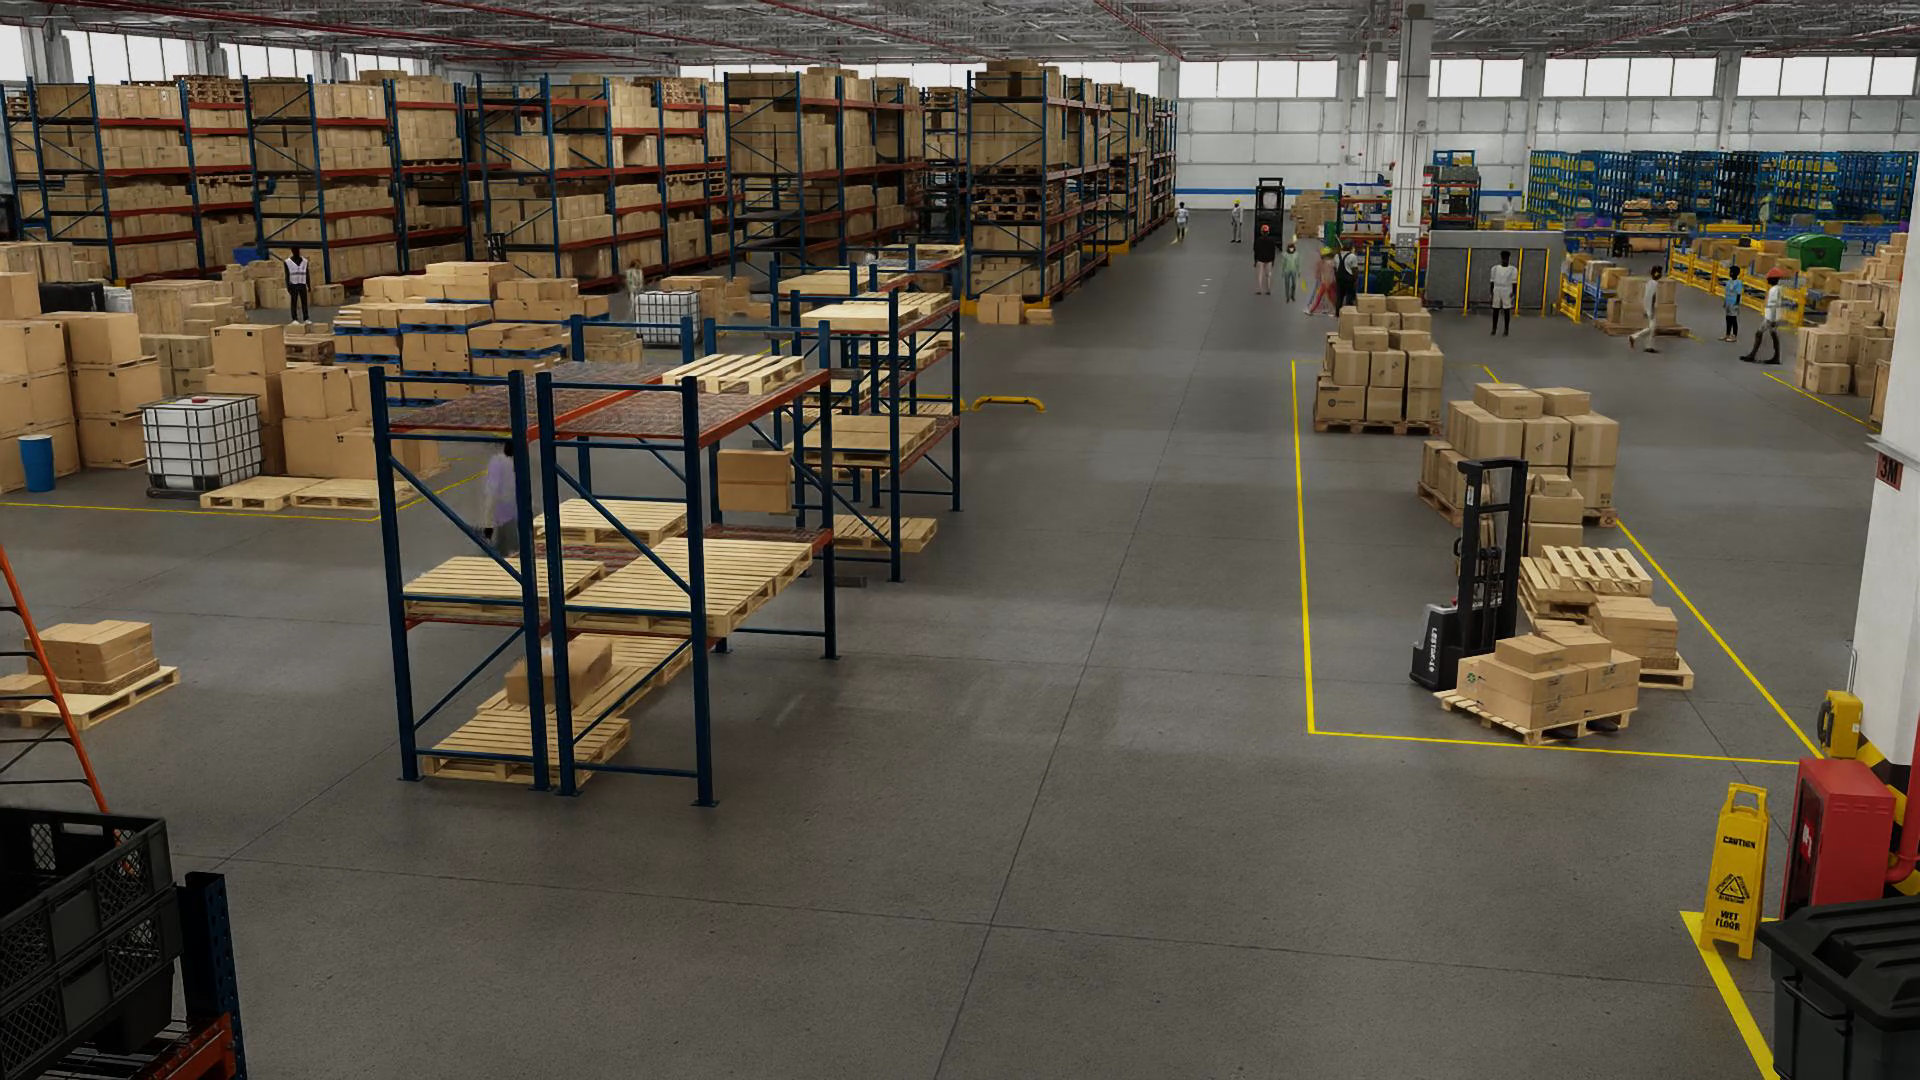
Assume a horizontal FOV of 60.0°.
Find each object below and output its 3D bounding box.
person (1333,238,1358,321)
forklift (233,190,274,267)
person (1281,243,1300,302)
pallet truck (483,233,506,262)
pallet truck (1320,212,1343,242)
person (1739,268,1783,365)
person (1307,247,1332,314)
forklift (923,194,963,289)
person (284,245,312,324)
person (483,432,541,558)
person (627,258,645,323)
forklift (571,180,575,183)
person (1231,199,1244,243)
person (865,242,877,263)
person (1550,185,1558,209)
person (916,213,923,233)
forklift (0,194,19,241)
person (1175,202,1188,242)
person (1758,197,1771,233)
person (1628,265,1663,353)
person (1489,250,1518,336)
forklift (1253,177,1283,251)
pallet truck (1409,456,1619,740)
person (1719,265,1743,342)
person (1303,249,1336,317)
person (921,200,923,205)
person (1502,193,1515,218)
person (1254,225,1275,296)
[{"bbox_3d":[9.532,-6.395,40.897,0.538,2.000,0.683,-11,18,-38],"label":"person"},{"bbox_3d":[-21.266,-9.321,51.049,1.873,2.768,1.129,3,14,10],"label":"forklift"},{"bbox_3d":[9.028,-7.285,45.368,0.526,1.613,0.616,1,14,5],"label":"person"},{"bbox_3d":[-11.832,-7.026,43.548,1.885,1.965,0.823,8,16,28],"label":"pallet truck"},{"bbox_3d":[15.874,-13.227,70.310,0.680,1.201,1.601,10,17,35],"label":"pallet truck"},{"bbox_3d":[16.196,-4.502,33.476,0.879,1.904,0.568,12,18,40],"label":"person"},{"bbox_3d":[9.260,-6.689,42.773,0.541,1.709,0.902,-8,16,-29],"label":"person"},{"bbox_3d":[-0.576,-8.578,48.030,1.129,2.768,1.873,3,14,10],"label":"forklift"},{"bbox_3d":[-16.048,-6.185,40.318,0.592,1.910,0.385,-13,19,-41],"label":"person"},{"bbox_3d":[-4.301,-0.241,16.247,1.003,1.868,0.598,2,14,8],"label":"person"},{"bbox_3d":[-7.763,-5.933,39.863,0.355,1.624,0.527,8,16,31],"label":"person"},{"bbox_3d":[-15.121,-12.557,64.184,1.873,2.768,1.129,2,14,9],"label":"forklift"},{"bbox_3d":[11.598,-13.369,69.671,0.404,1.826,0.591,-11,17,-37],"label":"person"},{"bbox_3d":[-2.176,-6.672,42.437,0.959,1.835,0.592,1,14,6],"label":"person"},{"bbox_3d":[31.441,-17.922,88.097,0.372,1.843,0.570,-2,14,-9],"label":"person"},{"bbox_3d":[-1.527,-11.810,63.016,1.045,1.995,0.616,4,14,15],"label":"person"},{"bbox_3d":[-27.681,-8.605,48.141,1.129,2.768,1.873,3,14,10],"label":"forklift"},{"bbox_3d":[9.361,-13.436,70.272,0.539,1.657,0.861,0,14,0],"label":"person"},{"bbox_3d":[35.075,-14.054,72.490,0.858,1.796,0.587,4,14,15],"label":"person"},{"bbox_3d":[14.484,-4.851,35.028,0.598,1.846,0.534,3,14,12],"label":"person"},{"bbox_3d":[12.389,-5.628,37.966,0.598,1.958,0.373,9,17,34],"label":"person"},{"bbox_3d":[12.083,-12.747,64.956,1.129,2.768,1.873,3,14,10],"label":"forklift"},{"bbox_3d":[4.504,0.400,13.395,0.823,1.965,1.885,-6,15,-23],"label":"pallet truck"},{"bbox_3d":[17.169,-5.249,36.972,0.320,1.691,0.536,-1,14,-4],"label":"person"},{"bbox_3d":[9.173,-6.466,41.855,0.889,1.711,0.530,5,15,21],"label":"person"},{"bbox_3d":[-1.929,-16.156,80.625,0.400,1.989,0.623,10,17,36],"label":"person"},{"bbox_3d":[24.089,-14.230,72.926,0.642,1.923,0.703,-4,14,-14],"label":"person"},{"bbox_3d":[8.658,-7.950,47.305,0.610,1.995,0.375,-3,14,-11],"label":"person"}]
